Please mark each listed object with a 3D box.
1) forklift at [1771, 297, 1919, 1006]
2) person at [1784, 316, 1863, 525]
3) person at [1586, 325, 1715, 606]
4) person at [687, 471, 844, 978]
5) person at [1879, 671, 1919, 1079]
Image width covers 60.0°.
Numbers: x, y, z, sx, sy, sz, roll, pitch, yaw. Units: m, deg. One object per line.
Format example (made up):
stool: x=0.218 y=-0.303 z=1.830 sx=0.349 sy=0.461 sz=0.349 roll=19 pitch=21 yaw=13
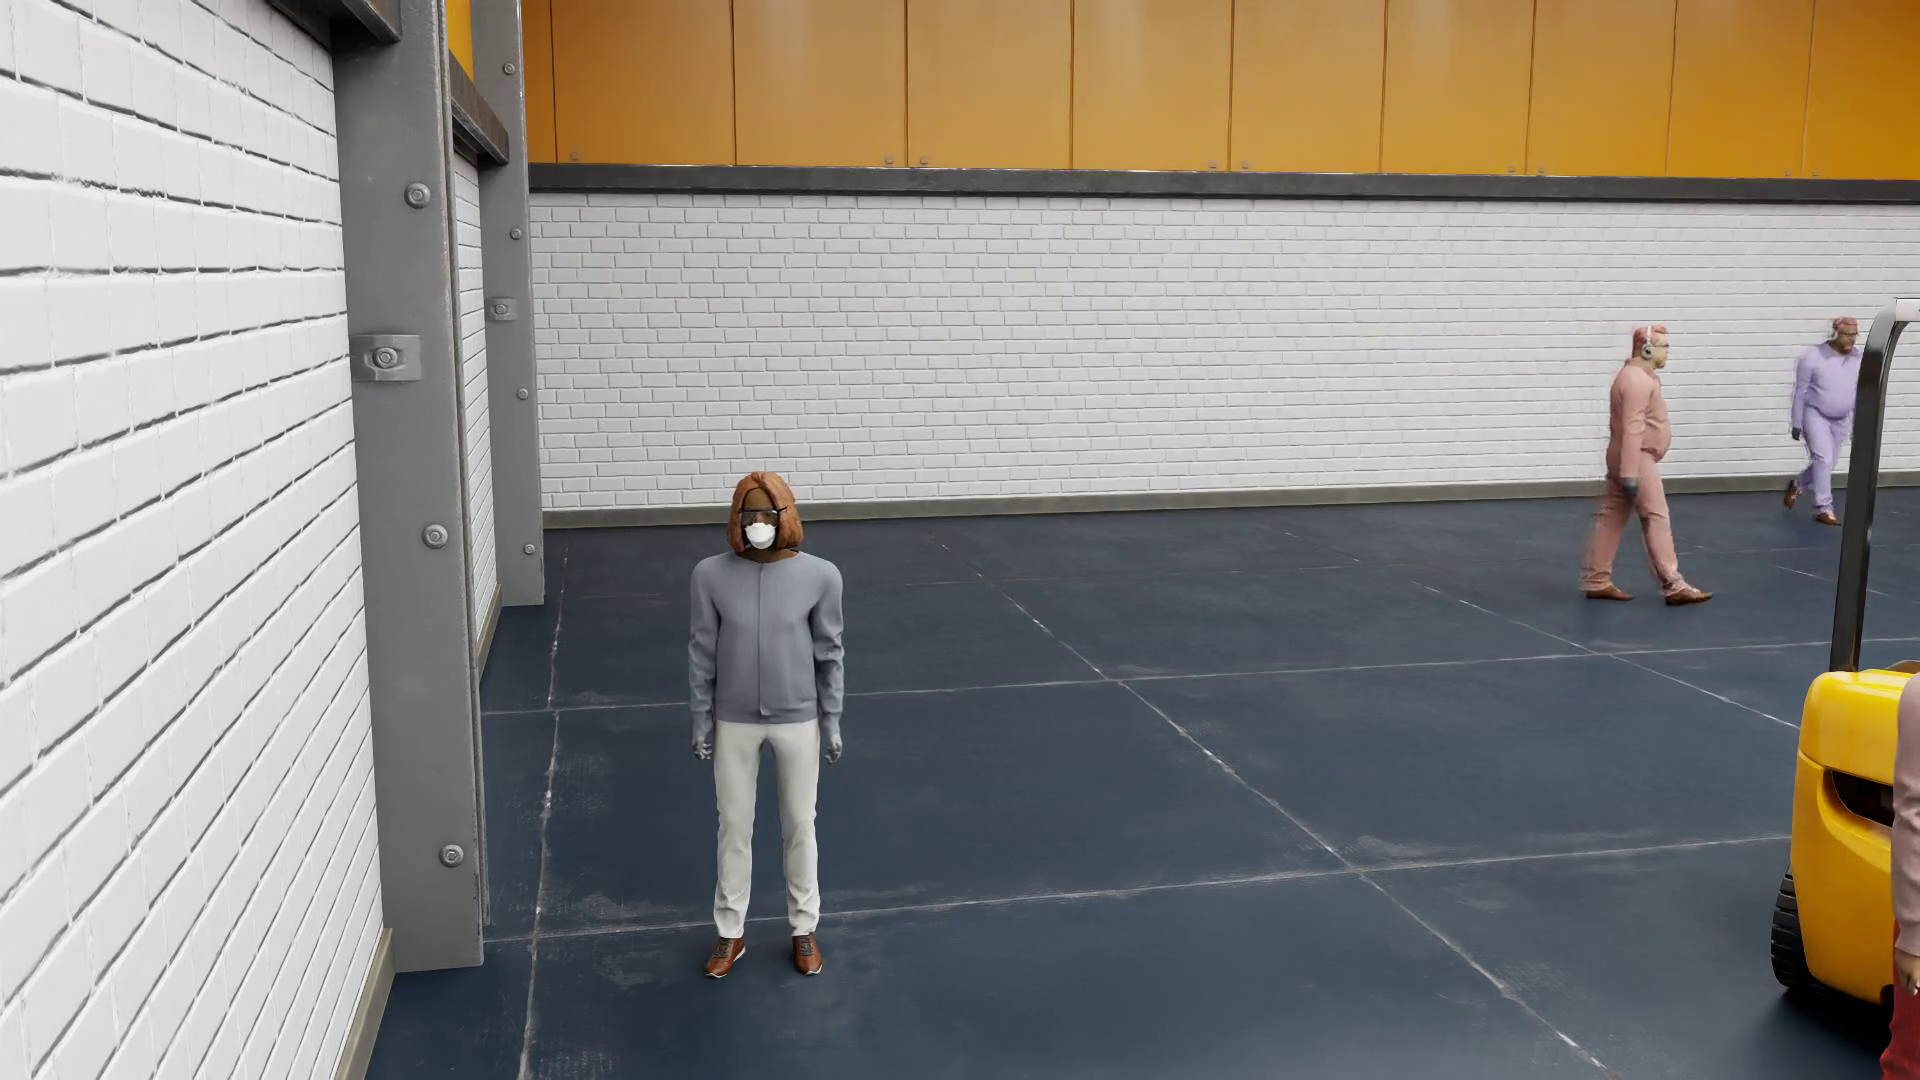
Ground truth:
forklift: x=3.542 y=0.334 z=5.177 sx=2.313 sy=2.155 sz=1.214 roll=-9 pitch=13 yaw=-43
person: x=7.754 y=-1.093 z=14.951 sx=0.653 sy=1.858 sz=0.857 roll=-1 pitch=9 yaw=-6
person: x=4.676 y=-0.490 z=11.146 sx=0.878 sy=1.872 sz=0.673 roll=2 pitch=10 yaw=15
person: x=-0.618 y=0.589 z=5.323 sx=0.497 sy=1.633 sz=0.283 roll=0 pitch=9 yaw=-2
person: x=2.207 y=0.810 z=3.564 sx=0.524 sy=1.772 sz=0.301 roll=-3 pitch=10 yaw=-18
